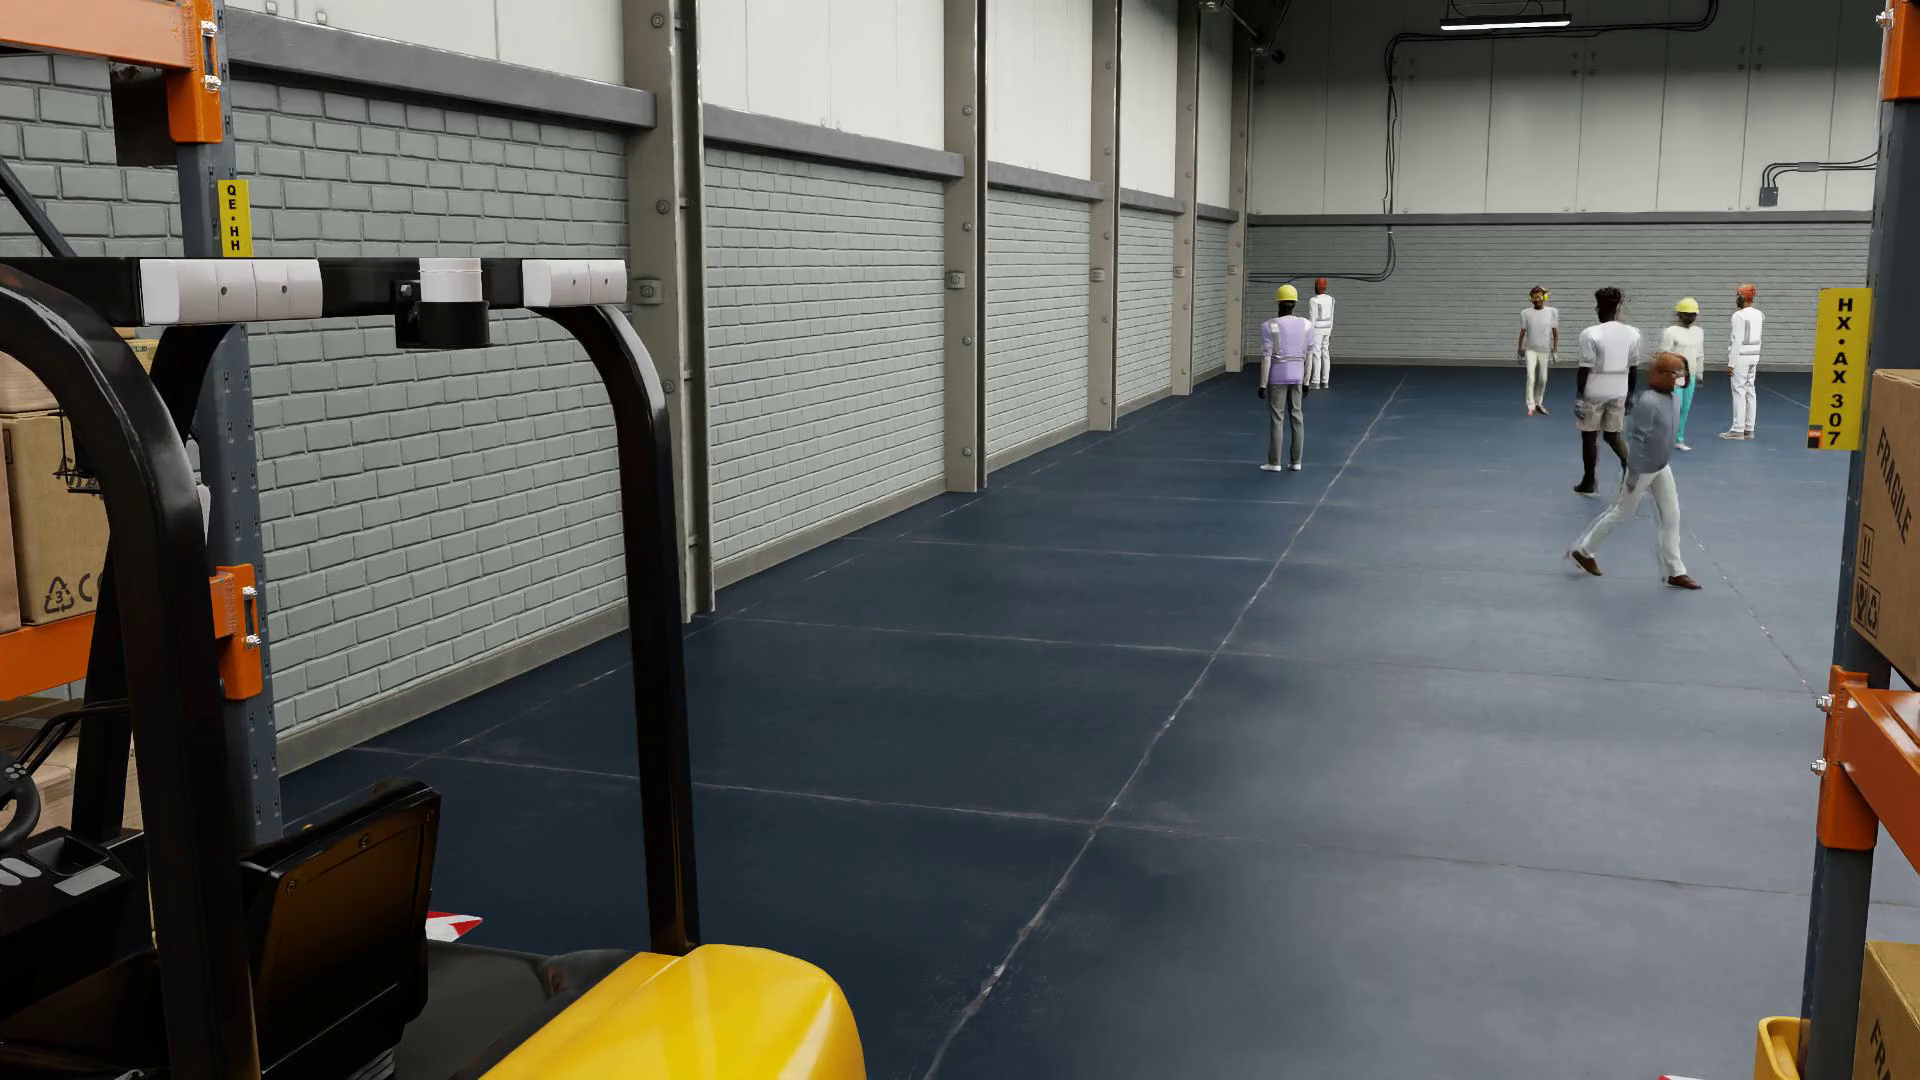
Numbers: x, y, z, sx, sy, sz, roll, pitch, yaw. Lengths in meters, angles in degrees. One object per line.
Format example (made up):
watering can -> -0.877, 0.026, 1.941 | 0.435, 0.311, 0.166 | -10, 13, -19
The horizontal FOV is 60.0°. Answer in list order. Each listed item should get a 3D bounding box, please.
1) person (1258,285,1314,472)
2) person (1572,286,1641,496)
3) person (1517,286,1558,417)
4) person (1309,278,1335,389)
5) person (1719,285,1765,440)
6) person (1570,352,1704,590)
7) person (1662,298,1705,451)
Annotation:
person -> 3.346, -1.657, 17.148 | 0.588, 1.927, 0.370 | -3, 10, -17
person -> 5.907, -1.335, 15.159 | 0.617, 1.948, 0.701 | -2, 10, -13
person -> 8.114, -2.650, 23.385 | 0.537, 1.833, 0.679 | 2, 10, 11
person -> 6.124, -3.514, 28.341 | 0.574, 1.883, 0.355 | -7, 12, -38
person -> 9.553, -2.164, 20.290 | 0.583, 1.882, 0.337 | -7, 12, -35
person -> 4.581, -0.487, 11.201 | 0.507, 1.584, 0.873 | -8, 12, -38
person -> 8.289, -1.896, 19.095 | 0.524, 1.755, 0.394 | -3, 10, -19
